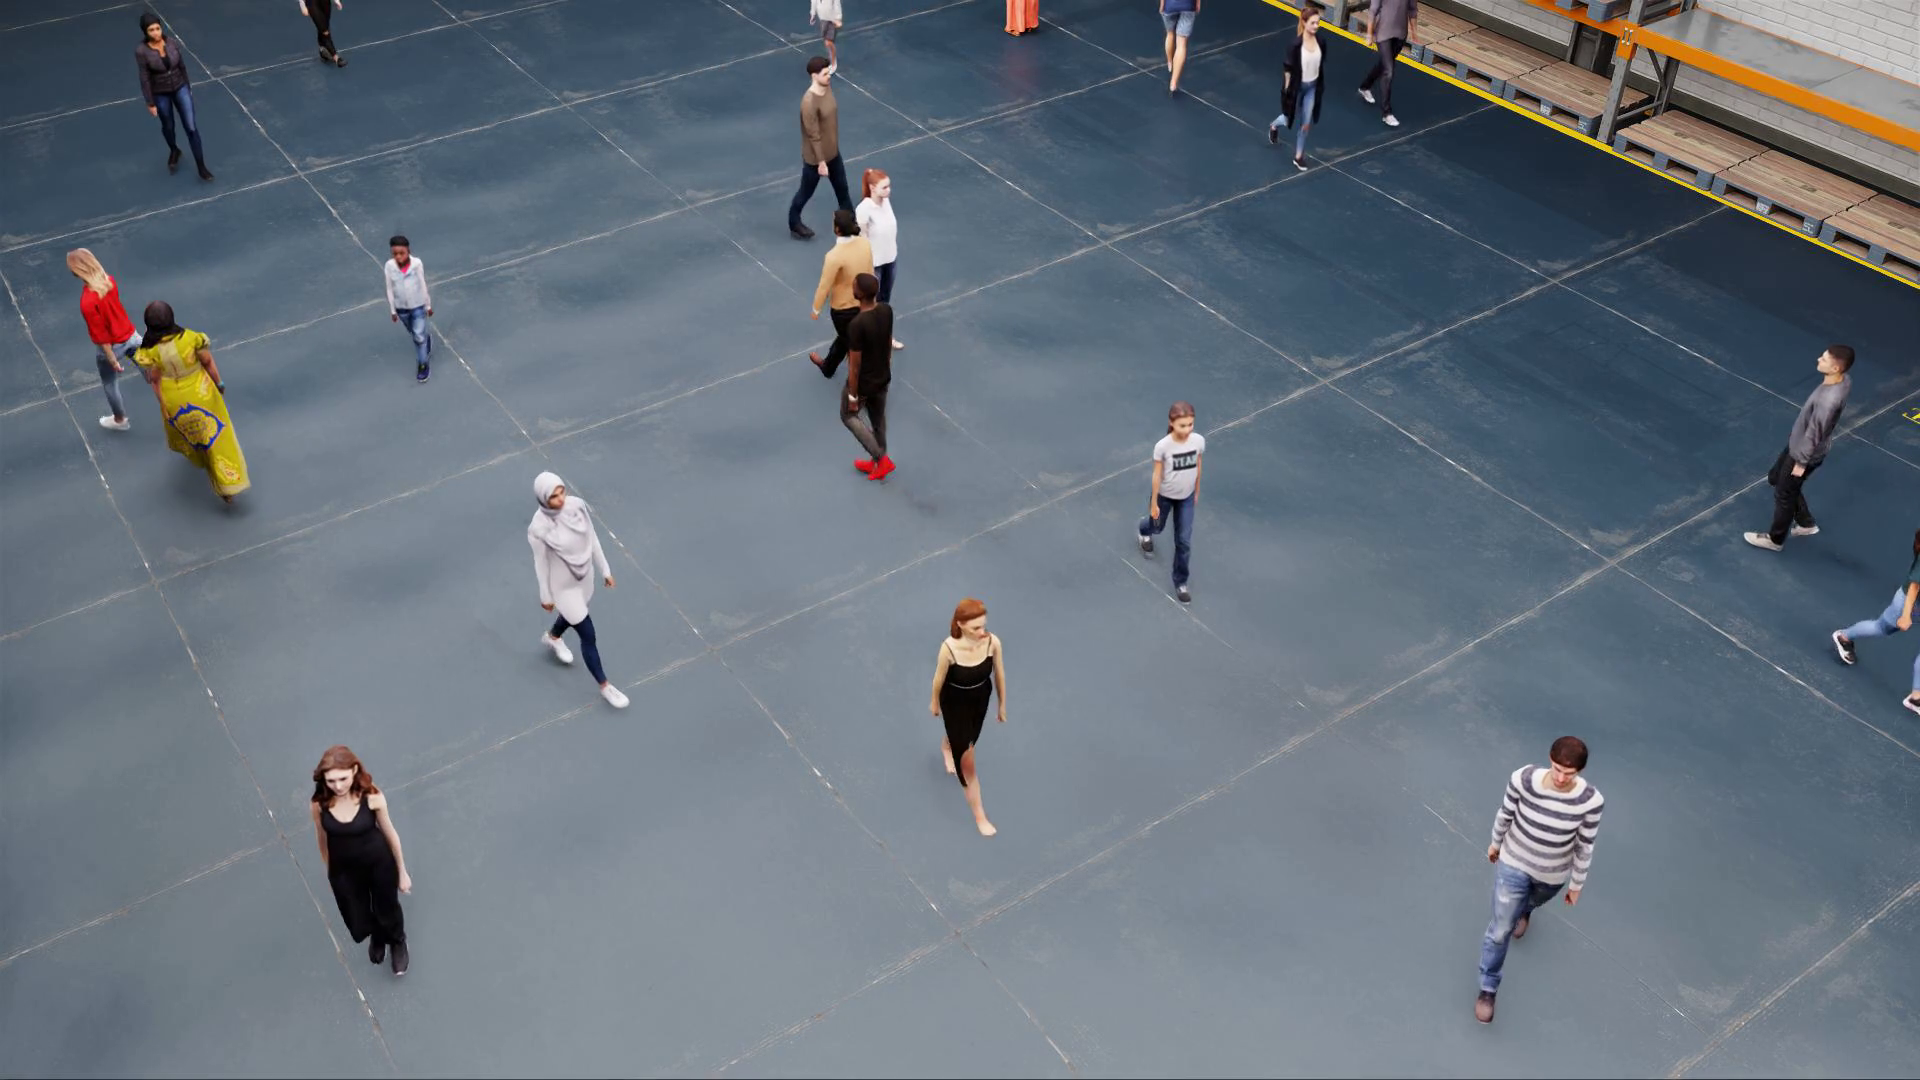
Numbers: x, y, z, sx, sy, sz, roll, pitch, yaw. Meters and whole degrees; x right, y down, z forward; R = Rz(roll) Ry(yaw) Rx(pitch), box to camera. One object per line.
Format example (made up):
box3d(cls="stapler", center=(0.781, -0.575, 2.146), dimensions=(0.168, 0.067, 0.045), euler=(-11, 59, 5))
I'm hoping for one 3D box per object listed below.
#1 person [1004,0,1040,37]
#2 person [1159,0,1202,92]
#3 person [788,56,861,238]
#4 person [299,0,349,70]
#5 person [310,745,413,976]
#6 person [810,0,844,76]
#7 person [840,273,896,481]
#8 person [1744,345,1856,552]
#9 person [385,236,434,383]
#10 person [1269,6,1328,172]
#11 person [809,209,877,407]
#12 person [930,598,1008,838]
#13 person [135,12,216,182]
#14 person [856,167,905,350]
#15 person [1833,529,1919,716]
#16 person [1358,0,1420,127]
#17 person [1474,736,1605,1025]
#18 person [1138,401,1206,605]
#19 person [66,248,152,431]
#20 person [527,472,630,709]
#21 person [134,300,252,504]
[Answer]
box3d(cls="person", center=(0.729, -6.938, 19.840), dimensions=(0.613, 1.802, 0.561), euler=(-23, 44, -26))
box3d(cls="person", center=(2.454, -5.901, 18.547), dimensions=(1.164, 1.795, 1.180), euler=(8, 39, 10))
box3d(cls="person", center=(-1.389, -3.648, 15.691), dimensions=(1.274, 1.838, 1.067), euler=(15, 41, 18))
box3d(cls="person", center=(-7.442, -6.202, 19.205), dimensions=(1.002, 1.445, 0.686), euler=(29, 47, 32))
box3d(cls="person", center=(-3.242, 1.693, 9.087), dimensions=(0.712, 1.734, 0.763), euler=(-8, 39, -10))
box3d(cls="person", center=(-1.480, -6.041, 19.150), dimensions=(0.603, 1.262, 0.654), euler=(27, 46, 30))
box3d(cls="person", center=(-0.624, -1.185, 12.640), dimensions=(0.795, 1.799, 0.767), euler=(26, 45, 29))
box3d(cls="person", center=(6.183, -0.626, 11.976), dimensions=(0.805, 1.752, 0.749), euler=(22, 44, 25))
box3d(cls="person", center=(-4.665, -2.040, 14.154), dimensions=(0.777, 1.245, 0.932), euler=(-1, 39, -1))
box3d(cls="person", center=(3.473, -4.674, 17.114), dimensions=(0.789, 1.667, 0.990), euler=(-12, 40, -15))
box3d(cls="person", center=(-0.840, -1.828, 13.520), dimensions=(1.244, 1.705, 0.909), euler=(25, 45, 28))
box3d(cls="person", center=(0.012, 0.941, 10.161), dimensions=(0.753, 1.569, 1.182), euler=(-14, 41, -17))
box3d(cls="person", center=(-8.050, -4.522, 16.898), dimensions=(0.656, 1.699, 1.013), euler=(-25, 45, -28))
box3d(cls="person", center=(-0.713, -2.361, 14.162), dimensions=(0.629, 1.736, 0.622), euler=(24, 44, 27))
box3d(cls="person", center=(6.228, 0.353, 10.890), dimensions=(0.741, 1.579, 1.148), euler=(-15, 41, -18))
box3d(cls="person", center=(4.631, -5.520, 18.056), dimensions=(0.830, 1.812, 1.207), euler=(-15, 41, -18))
box3d(cls="person", center=(3.142, 1.691, 9.031), dimensions=(1.218, 1.807, 1.154), euler=(14, 41, 17))
box3d(cls="person", center=(1.487, -0.364, 11.823), dimensions=(0.807, 1.535, 1.105), euler=(-8, 39, -10))
box3d(cls="person", center=(-6.575, -1.532, 13.178), dimensions=(1.192, 1.669, 1.109), euler=(8, 39, 9))
box3d(cls="person", center=(-2.586, 0.253, 10.881), dimensions=(1.195, 1.746, 0.886), euler=(22, 44, 25))
box3d(cls="person", center=(-5.794, -1.010, 12.579), dimensions=(0.977, 1.601, 1.340), euler=(-14, 41, -16))
